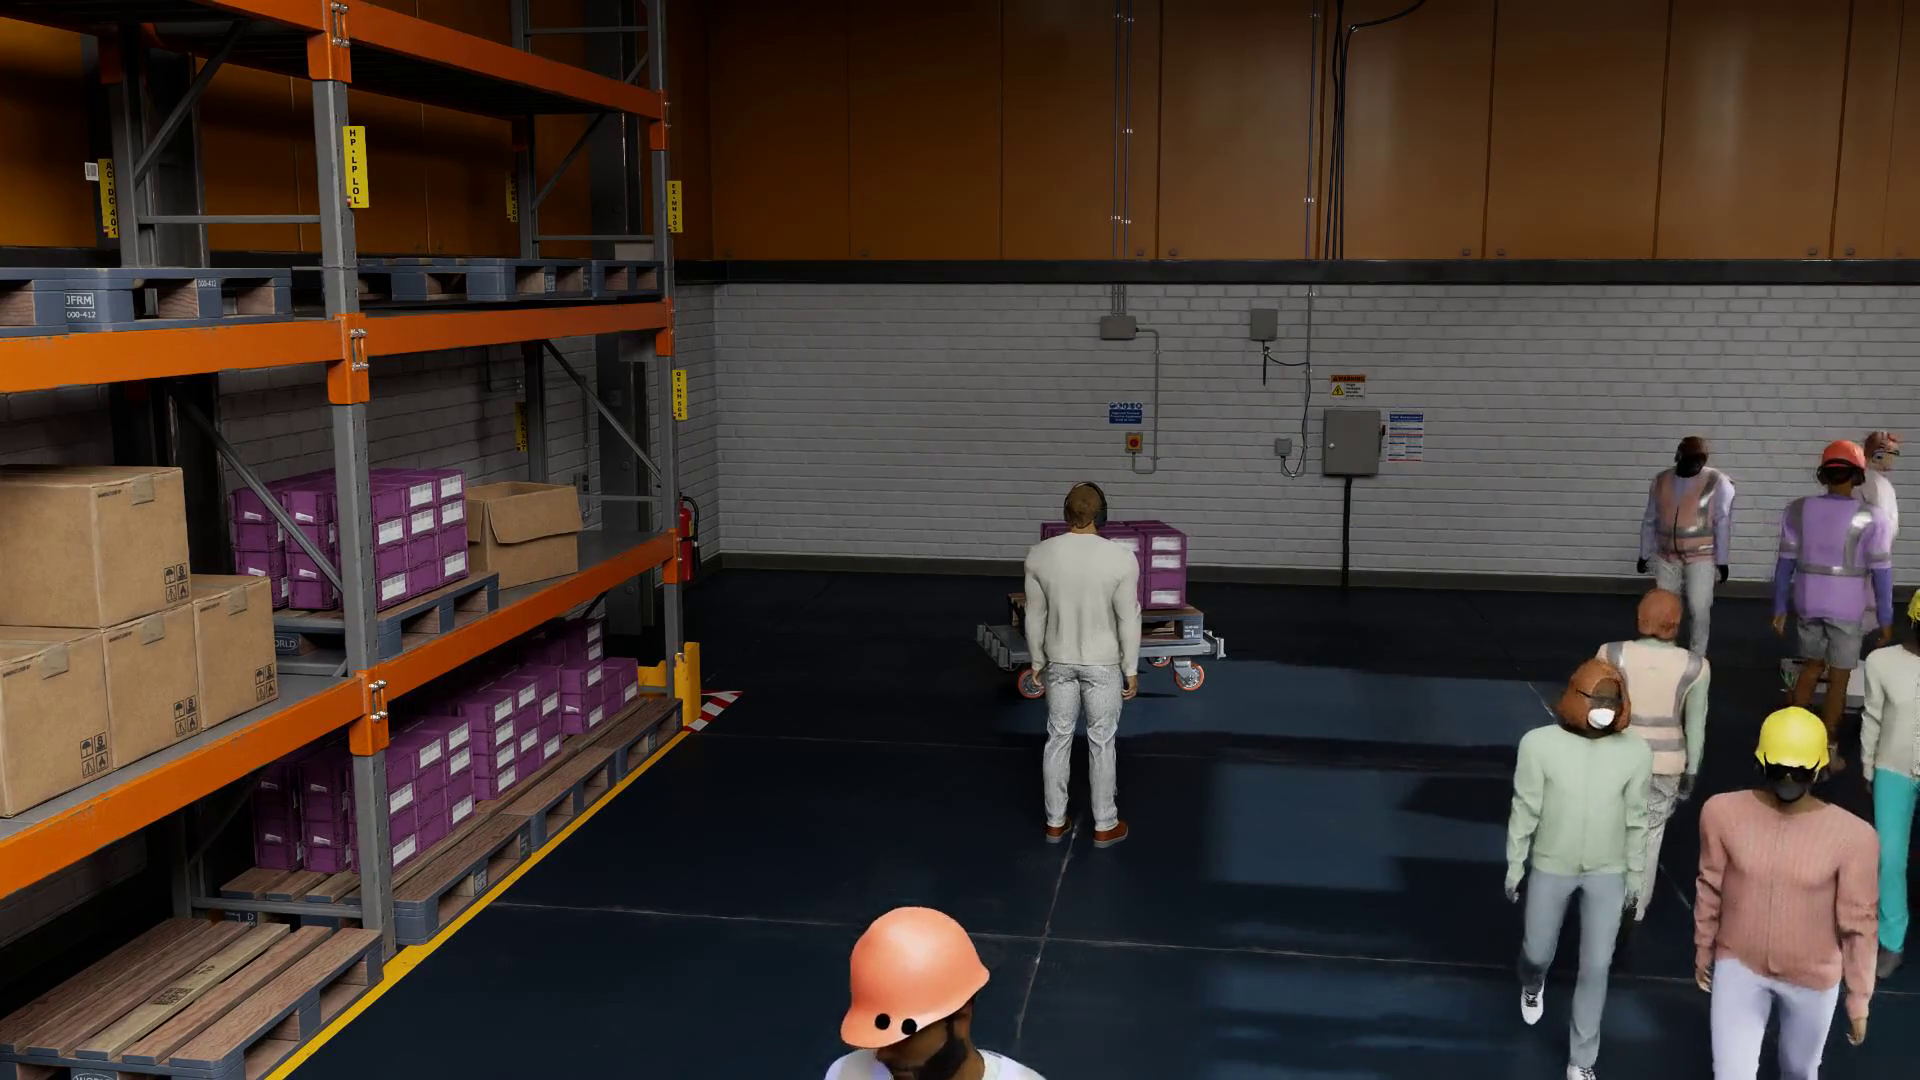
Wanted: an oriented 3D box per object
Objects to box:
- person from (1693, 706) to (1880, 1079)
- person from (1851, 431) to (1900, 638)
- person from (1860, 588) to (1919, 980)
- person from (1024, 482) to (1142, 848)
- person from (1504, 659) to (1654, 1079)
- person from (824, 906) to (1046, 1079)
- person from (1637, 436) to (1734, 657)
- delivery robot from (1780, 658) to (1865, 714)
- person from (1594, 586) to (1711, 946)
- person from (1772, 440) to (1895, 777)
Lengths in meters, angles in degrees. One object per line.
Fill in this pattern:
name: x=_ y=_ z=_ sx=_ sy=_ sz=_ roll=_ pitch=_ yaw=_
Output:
person: x=2.597 y=1.338 z=5.256 sx=0.531 sy=1.714 sz=0.933 roll=6 pitch=11 yaw=32
person: x=6.548 y=0.141 z=12.141 sx=0.483 sy=1.888 sz=0.738 roll=1 pitch=9 yaw=4
person: x=4.209 y=1.004 z=7.248 sx=0.529 sy=1.728 sz=0.694 roll=8 pitch=12 yaw=41
person: x=0.651 y=0.656 z=8.765 sx=0.635 sy=1.939 sz=0.367 roll=3 pitch=10 yaw=20
person: x=2.302 y=1.221 z=6.242 sx=0.516 sy=1.615 sz=0.606 roll=1 pitch=9 yaw=8
person: x=-0.023 y=1.584 z=3.269 sx=0.507 sy=1.871 sz=0.920 roll=-1 pitch=9 yaw=-4
person: x=5.409 y=0.134 z=12.400 sx=0.434 sy=1.824 sz=0.706 roll=-7 pitch=12 yaw=-38
delivery robot: x=5.835 y=0.933 z=11.024 sx=0.707 sy=0.478 sz=0.477 roll=3 pitch=10 yaw=19
person: x=3.084 y=1.022 z=7.501 sx=0.521 sy=1.613 sz=0.693 roll=3 pitch=10 yaw=16
person: x=5.270 y=0.410 z=10.027 sx=0.474 sy=2.022 sz=0.640 roll=-7 pitch=11 yaw=-36
